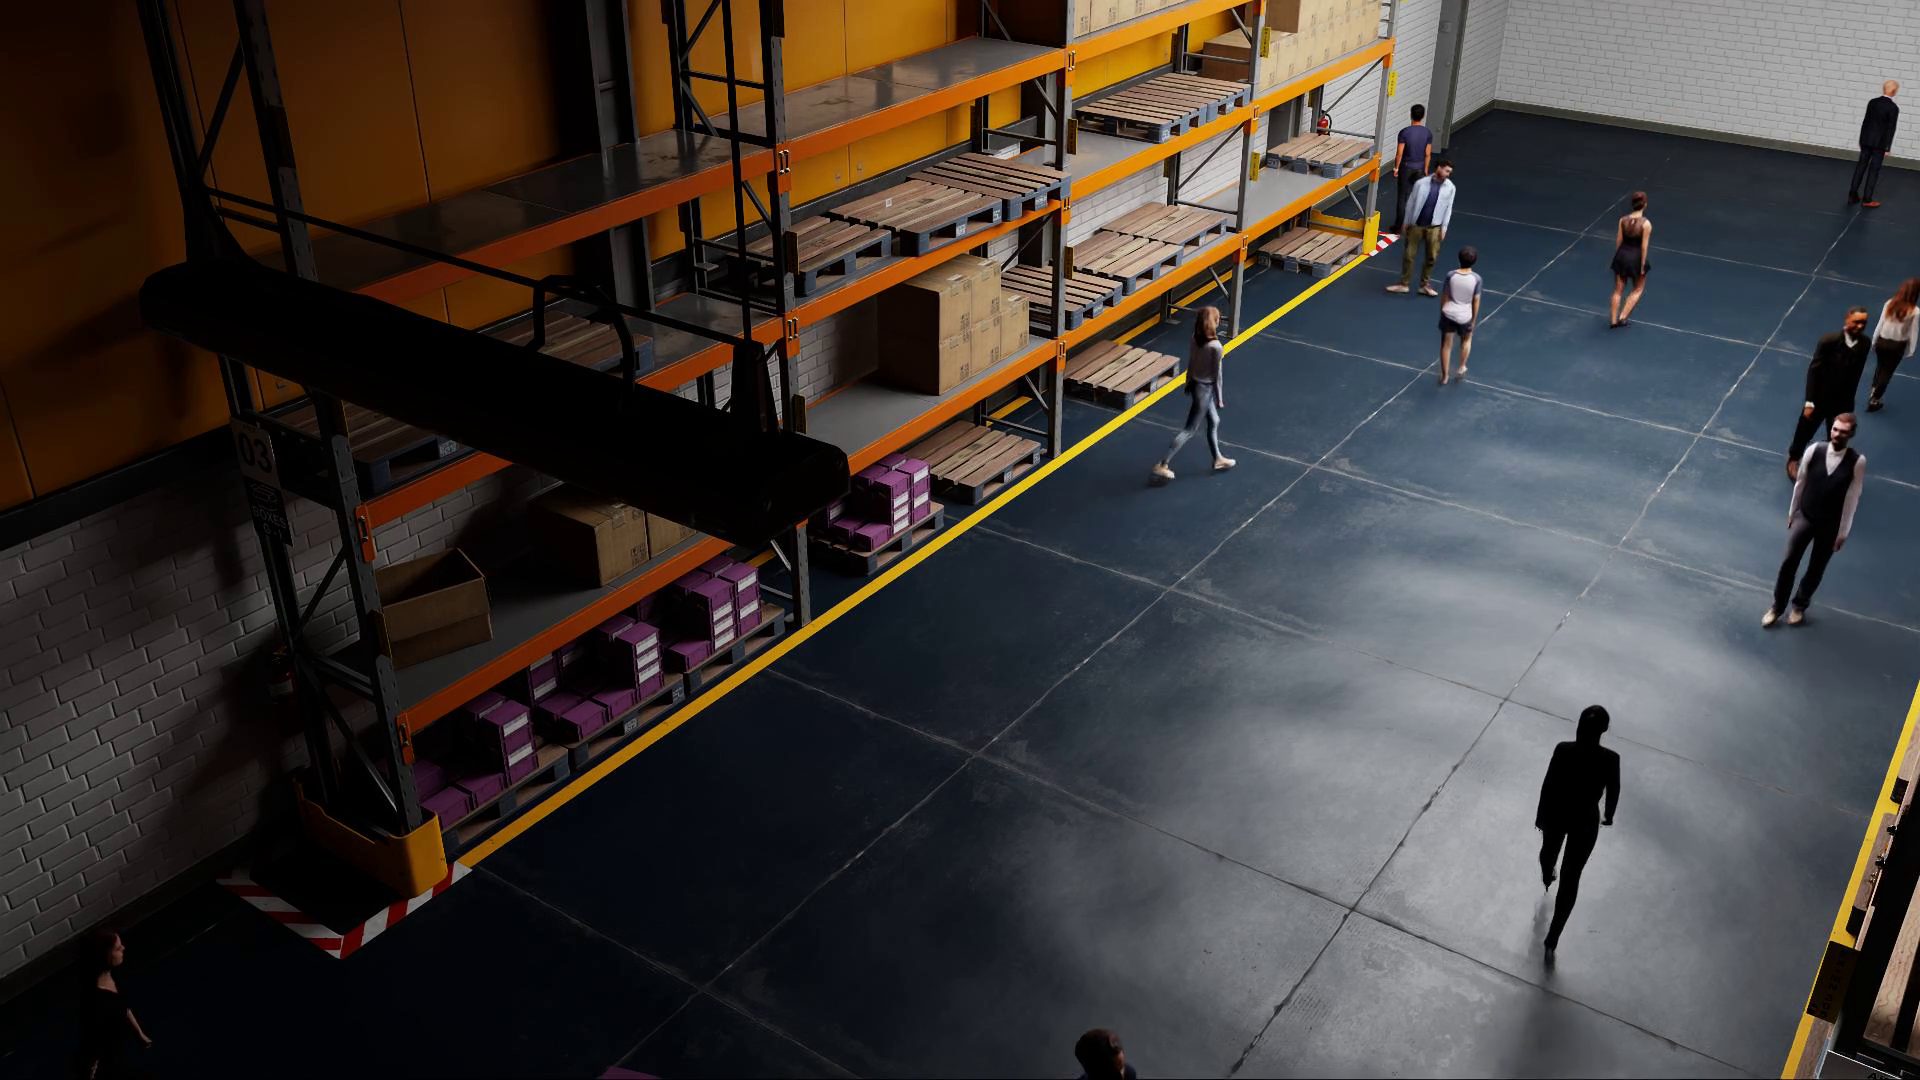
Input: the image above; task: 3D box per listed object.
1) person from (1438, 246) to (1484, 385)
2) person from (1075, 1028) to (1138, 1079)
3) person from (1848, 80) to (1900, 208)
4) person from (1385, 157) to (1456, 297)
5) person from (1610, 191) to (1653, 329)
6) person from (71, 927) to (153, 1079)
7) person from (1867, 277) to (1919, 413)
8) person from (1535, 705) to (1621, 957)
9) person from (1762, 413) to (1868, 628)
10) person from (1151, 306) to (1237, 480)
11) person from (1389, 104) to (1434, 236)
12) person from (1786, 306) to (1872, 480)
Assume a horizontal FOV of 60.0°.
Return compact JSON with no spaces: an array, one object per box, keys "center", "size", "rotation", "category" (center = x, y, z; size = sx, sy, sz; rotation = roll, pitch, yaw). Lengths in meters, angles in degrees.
[{"center":[5.463,-2.449,18.270],"size":[0.676,1.548,0.823],"rotation":[9,30,17],"category":"person"},{"center":[0.573,3.011,7.931],"size":[0.633,1.864,0.786],"rotation":[-25,37,-37],"category":"person"},{"center":[13.230,-5.742,24.045],"size":[0.778,1.800,0.764],"rotation":[-11,30,-19],"category":"person"},{"center":[5.722,-3.912,20.699],"size":[0.894,1.791,0.744],"rotation":[14,32,24],"category":"person"},{"center":[7.879,-3.283,19.672],"size":[0.657,1.669,0.657],"rotation":[-20,35,-33],"category":"person"},{"center":[-4.484,2.782,8.573],"size":[1.004,1.650,0.856],"rotation":[-9,30,-16],"category":"person"},{"center":[9.838,-2.048,17.613],"size":[0.627,1.474,0.626],"rotation":[-22,35,-34],"category":"person"},{"center":[3.791,1.824,10.318],"size":[0.754,1.662,1.096],"rotation":[11,31,20],"category":"person"},{"center":[7.139,-0.193,13.745],"size":[0.656,1.921,0.722],"rotation":[20,34,32],"category":"person"},{"center":[2.269,-1.373,16.086],"size":[1.265,1.750,1.026],"rotation":[-12,31,-21],"category":"person"},{"center":[6.209,-5.094,22.866],"size":[0.716,1.790,0.736],"rotation":[-1,29,-1],"category":"person"},{"center":[8.288,-1.367,15.952],"size":[1.040,1.870,1.312],"rotation":[4,29,7],"category":"person"}]
